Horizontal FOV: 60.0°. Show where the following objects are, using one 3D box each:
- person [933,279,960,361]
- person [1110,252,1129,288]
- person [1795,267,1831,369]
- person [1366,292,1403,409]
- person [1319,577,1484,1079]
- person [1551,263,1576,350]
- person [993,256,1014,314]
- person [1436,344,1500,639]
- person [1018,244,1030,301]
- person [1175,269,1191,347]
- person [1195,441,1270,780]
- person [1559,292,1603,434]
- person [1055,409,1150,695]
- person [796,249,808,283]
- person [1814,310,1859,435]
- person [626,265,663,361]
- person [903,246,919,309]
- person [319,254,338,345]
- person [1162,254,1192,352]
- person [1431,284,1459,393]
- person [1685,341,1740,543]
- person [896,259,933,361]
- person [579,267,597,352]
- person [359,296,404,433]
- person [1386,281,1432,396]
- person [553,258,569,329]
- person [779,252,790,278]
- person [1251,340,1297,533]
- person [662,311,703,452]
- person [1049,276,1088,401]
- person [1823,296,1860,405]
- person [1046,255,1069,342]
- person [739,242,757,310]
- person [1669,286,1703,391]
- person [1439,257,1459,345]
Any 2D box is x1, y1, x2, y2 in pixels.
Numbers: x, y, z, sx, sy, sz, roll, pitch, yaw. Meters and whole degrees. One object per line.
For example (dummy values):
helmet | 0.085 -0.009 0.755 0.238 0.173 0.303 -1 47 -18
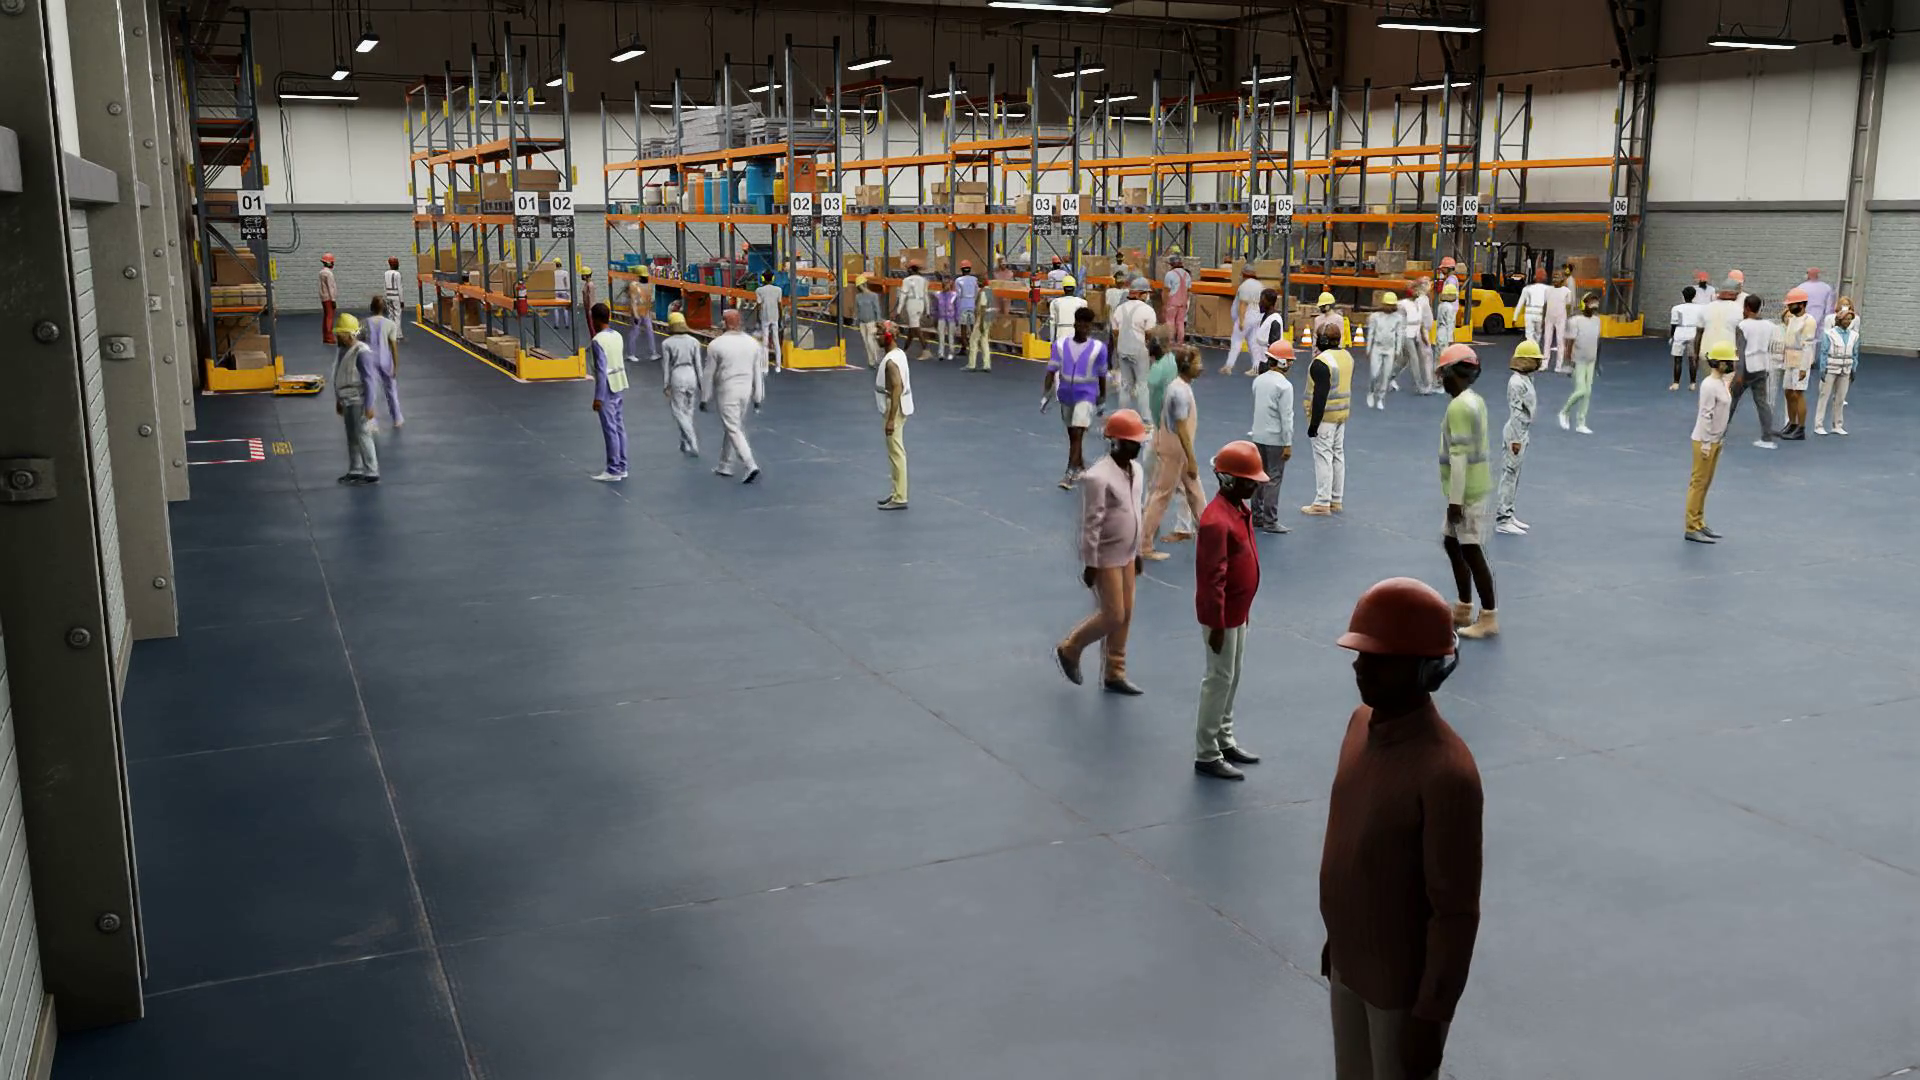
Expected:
person | -0.272 -4.293 32.493 0.551 1.590 0.886 1 11 6
person | 4.121 -6.508 43.041 0.514 1.871 0.327 -2 11 -11
person | 15.498 -4.040 30.436 0.678 1.887 0.540 0 11 2
person | 6.246 -2.783 24.467 0.504 1.715 0.427 0 11 0
person | 1.075 1.069 4.210 0.373 1.997 0.619 -2 11 -11
person | 12.832 -4.887 34.885 0.645 1.846 0.570 4 12 17
person | 0.927 -5.605 38.404 0.652 1.893 0.668 -4 12 -18
person | 3.463 -0.322 11.313 0.558 1.992 0.656 4 12 21
person | 2.151 -8.700 54.169 0.487 1.874 0.690 6 13 28
person | 4.755 -4.932 35.505 0.320 1.686 0.539 -2 11 -10
person | 1.388 0.353 8.509 0.350 1.739 0.573 4 12 21
person | 8.197 -2.320 21.820 0.510 1.856 0.418 -5 12 -23
person | 0.894 0.073 9.924 0.499 1.735 0.577 7 13 33
person | -5.076 -8.280 52.387 0.573 1.738 0.352 -2 11 -10
person | 11.416 -2.177 21.647 0.518 1.632 0.313 -1 11 -7
person | -6.143 -4.378 32.223 1.003 1.868 0.609 8 14 35
person | -1.406 -7.763 49.373 0.610 1.890 0.672 6 13 29
person | -13.818 -5.268 36.457 0.407 1.988 0.620 -8 14 -35
person | 4.466 -4.954 34.709 0.686 2.000 0.535 -8 14 -36
person | 7.818 -3.226 26.702 0.338 1.737 0.499 -1 11 -5
person | 6.622 -0.867 14.634 0.330 1.768 0.526 8 14 36
person | -0.889 -4.475 32.479 1.025 1.972 0.707 10 15 41
person | -7.747 -4.807 34.686 0.334 1.763 0.521 -5 12 -22
person | -7.660 -2.318 21.967 0.531 1.795 0.986 -1 11 -5
person | 7.135 -3.224 26.528 0.936 1.805 0.568 9 14 38
person | -10.011 -6.145 41.481 0.526 1.760 0.337 -5 12 -22
person | -5.131 -7.641 49.101 0.430 1.744 0.539 -4 12 -22
person | 2.852 -0.933 15.038 0.350 1.744 0.557 -5 12 -22
person | -3.299 -1.878 19.933 0.501 1.708 0.680 -7 13 -32
person | 1.665 -3.080 25.504 0.590 1.918 0.397 2 11 11
person | 13.246 -2.848 25.042 0.505 1.632 0.269 2 11 10
person | 2.158 -5.397 37.223 0.553 1.935 0.362 -7 13 -33
person | -6.310 -7.850 49.468 0.620 2.028 0.410 4 12 17
person | 11.777 -3.261 26.976 0.540 1.697 0.317 1 11 6
person | 9.395 -4.427 32.067 0.419 2.034 0.605 3 11 13
